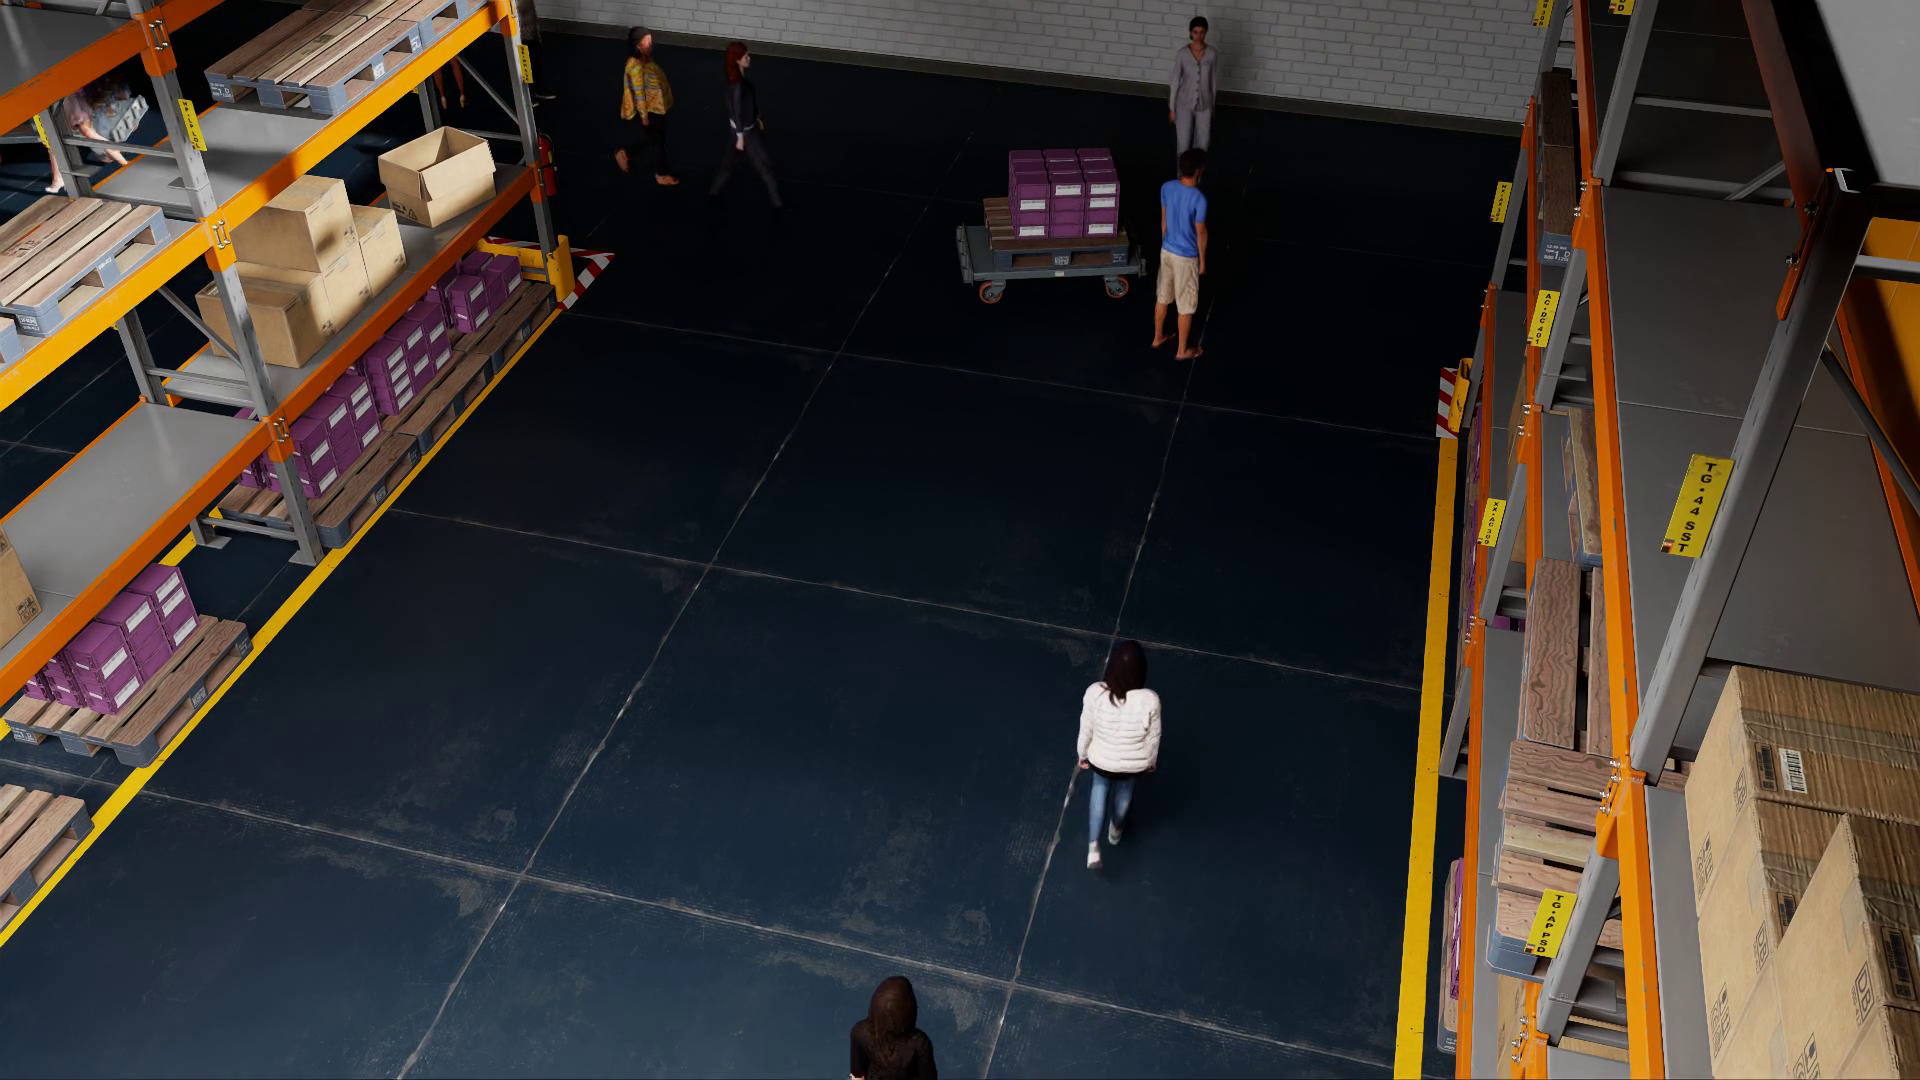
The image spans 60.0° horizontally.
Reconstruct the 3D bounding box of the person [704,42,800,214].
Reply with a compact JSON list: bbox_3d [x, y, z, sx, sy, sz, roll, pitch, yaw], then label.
[{"bbox_3d":[-2.143,-3.874,15.836,0.959,1.732,1.162,-4,39,-5],"label":"person"}]

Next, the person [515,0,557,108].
[{"bbox_3d":[-4.727,-5.436,18.016,0.629,1.454,0.481,14,41,17],"label":"person"}]

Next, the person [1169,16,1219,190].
[{"bbox_3d":[2.277,-4.306,16.357,0.729,1.757,0.765,-1,39,-2],"label":"person"}]

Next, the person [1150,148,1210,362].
[{"bbox_3d":[1.846,-2.390,13.873,0.743,1.863,0.732,-29,47,-32],"label":"person"}]

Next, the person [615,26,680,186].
[{"bbox_3d":[-3.150,-4.247,16.379,0.915,1.638,0.922,-1,39,-2],"label":"person"}]

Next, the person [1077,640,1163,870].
[{"bbox_3d":[0.898,1.255,9.500,0.634,1.625,0.861,8,39,10],"label":"person"}]

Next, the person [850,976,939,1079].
[{"bbox_3d":[-0.325,2.651,7.748,0.589,1.630,0.766,12,40,14],"label":"person"}]
